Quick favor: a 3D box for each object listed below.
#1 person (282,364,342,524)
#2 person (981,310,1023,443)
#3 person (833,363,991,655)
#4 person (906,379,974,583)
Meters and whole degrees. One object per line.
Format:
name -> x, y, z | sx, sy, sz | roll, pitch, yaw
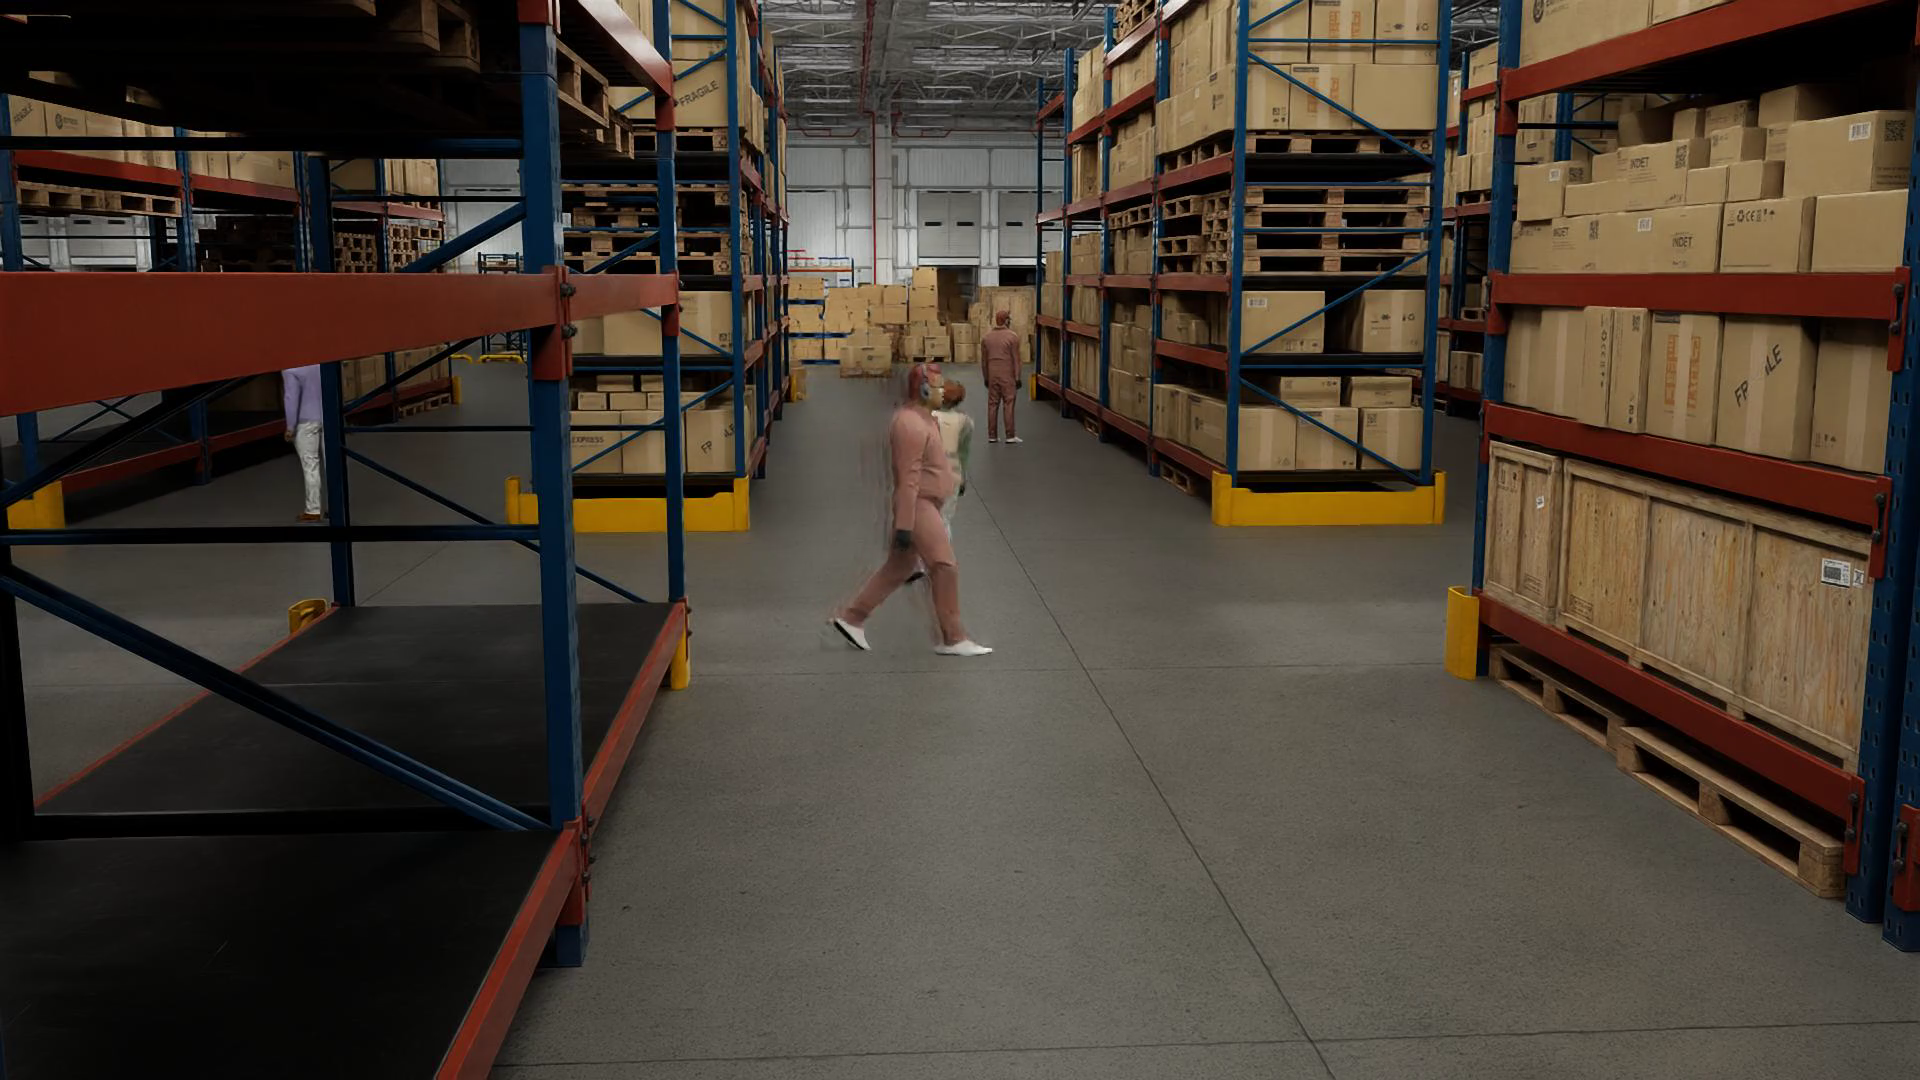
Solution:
person -> -6.276, -1.127, 16.153 | 0.374, 1.941, 0.627 | 6, 11, 35
person -> 0.623, -2.337, 23.852 | 0.636, 1.911, 0.404 | 6, 11, 34
person -> -0.329, -0.188, 10.512 | 0.958, 1.869, 0.655 | 0, 9, -3
person -> -0.170, -0.433, 12.845 | 0.596, 1.612, 0.362 | -3, 10, -18
